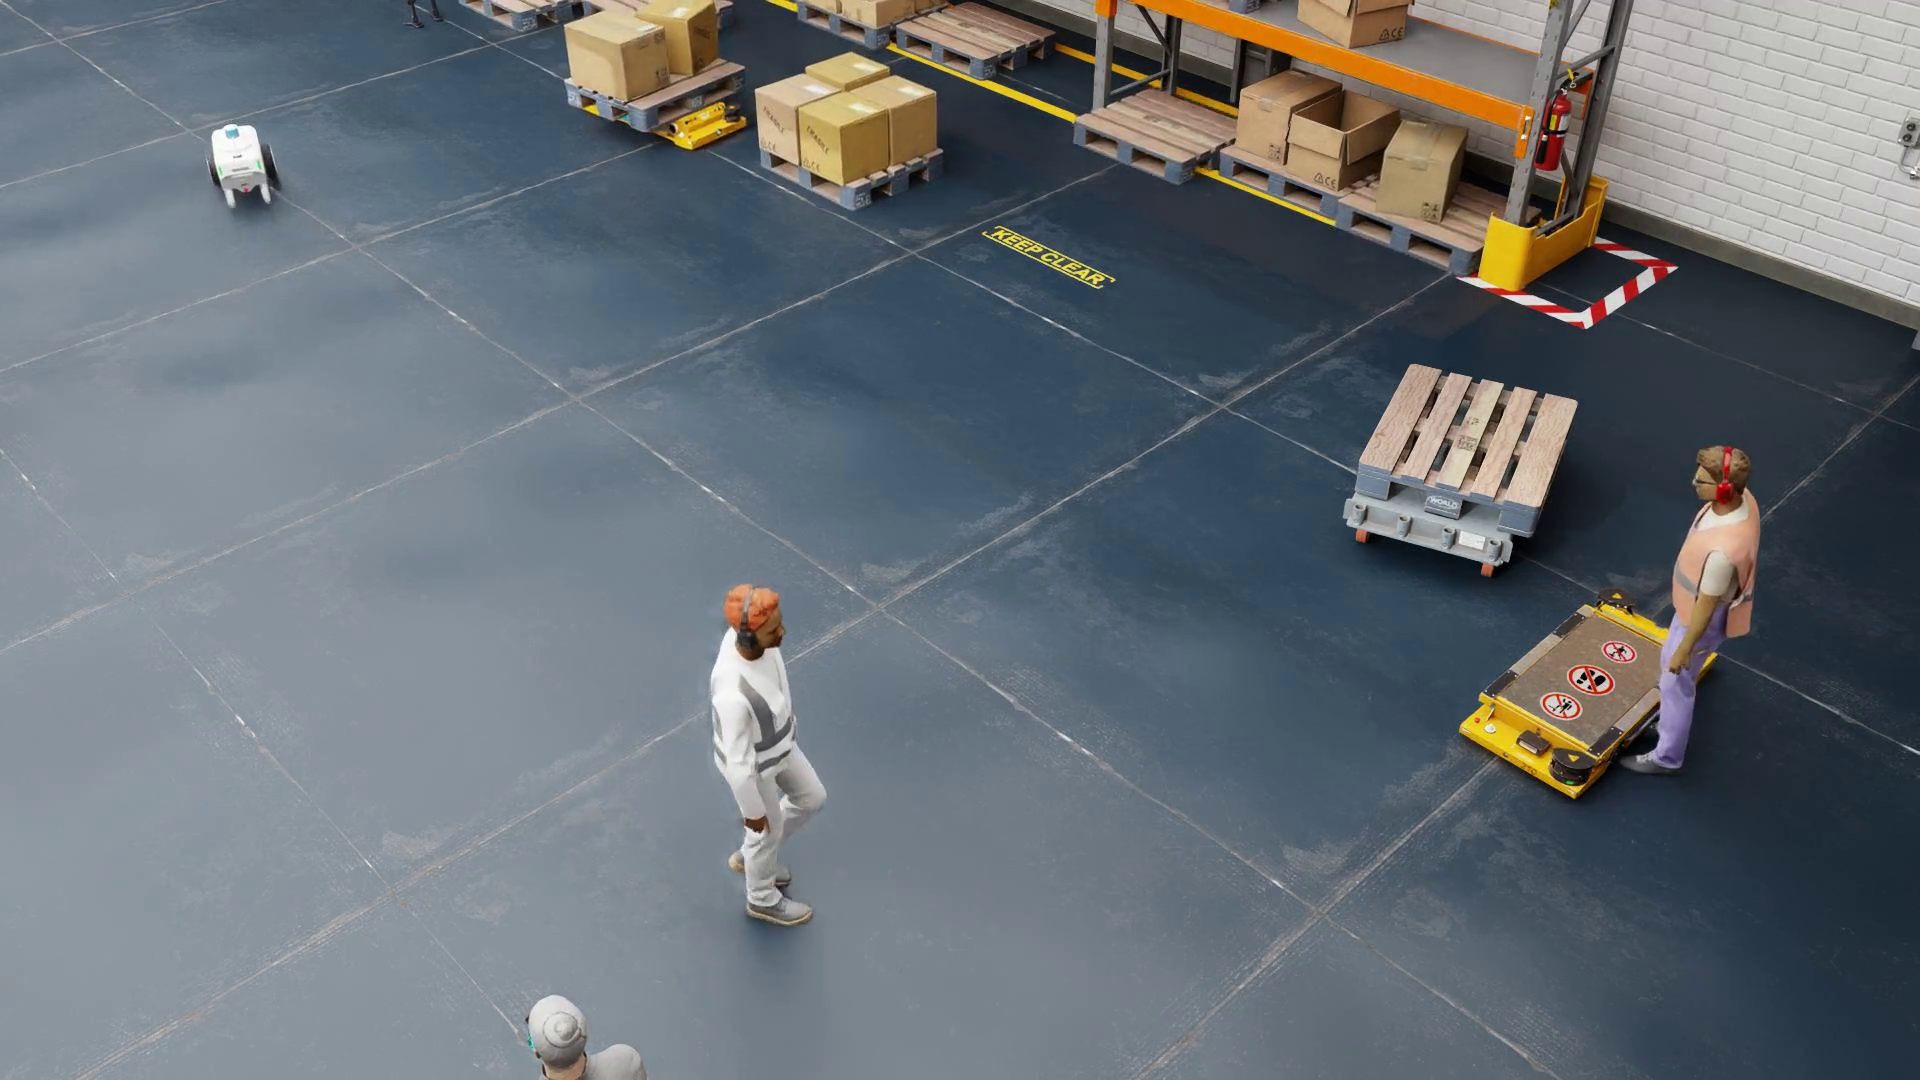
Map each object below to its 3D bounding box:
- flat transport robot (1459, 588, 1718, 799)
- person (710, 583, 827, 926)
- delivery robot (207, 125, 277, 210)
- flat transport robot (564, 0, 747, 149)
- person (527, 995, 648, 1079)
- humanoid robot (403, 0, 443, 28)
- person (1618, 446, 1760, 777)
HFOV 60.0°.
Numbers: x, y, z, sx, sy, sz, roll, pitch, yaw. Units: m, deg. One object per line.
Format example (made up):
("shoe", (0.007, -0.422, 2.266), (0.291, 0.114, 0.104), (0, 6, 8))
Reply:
("flat transport robot", (3.247, 0.756, 8.532), (1.431, 0.231, 0.659), (-30, 46, -33))
("person", (-0.802, 0.926, 6.977), (0.433, 1.868, 0.608), (5, 37, 7))
("delivery robot", (-5.761, -3.024, 13.308), (0.499, 0.606, 0.808), (-14, 39, -18))
("flat transport robot", (-2.609, -3.767, 14.520), (1.431, 0.231, 0.659), (26, 44, 30))
("person", (-1.195, 2.101, 5.449), (0.523, 1.839, 0.324), (-30, 46, -33))
("humanoid robot", (-5.369, -5.816, 16.052), (0.599, 1.657, 0.314), (-30, 46, -33))
("person", (3.444, 0.360, 7.769), (0.449, 1.824, 0.575), (14, 39, 18))
